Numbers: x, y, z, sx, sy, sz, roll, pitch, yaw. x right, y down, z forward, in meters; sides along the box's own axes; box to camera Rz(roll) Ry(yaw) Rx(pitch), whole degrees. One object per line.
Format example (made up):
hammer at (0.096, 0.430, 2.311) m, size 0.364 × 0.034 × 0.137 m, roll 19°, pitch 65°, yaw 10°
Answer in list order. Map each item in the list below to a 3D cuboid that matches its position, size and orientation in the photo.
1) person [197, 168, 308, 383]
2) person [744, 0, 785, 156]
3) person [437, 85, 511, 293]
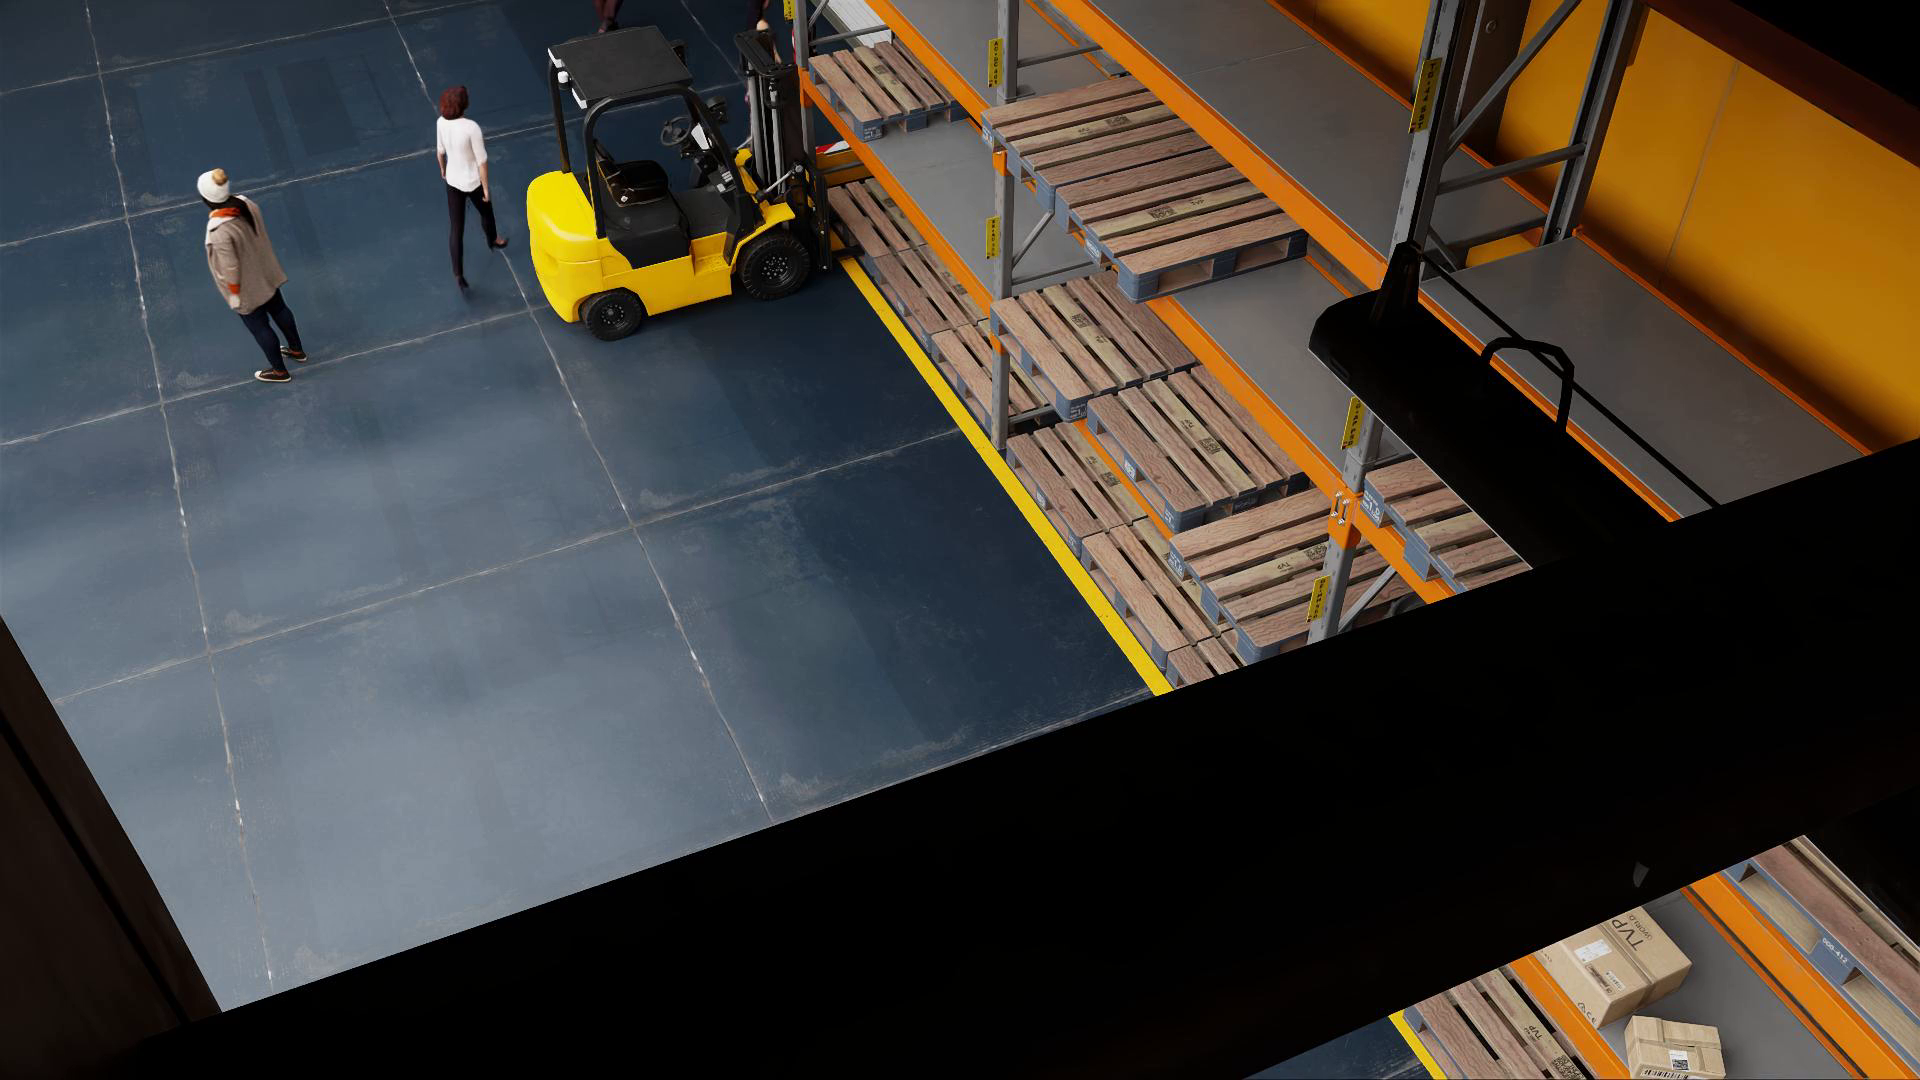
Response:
person at (-5.553, -2.087, 13.006) m, size 0.886 × 1.892 × 0.807 m, roll 9°, pitch 44°, yaw 9°
person at (-1.849, -4.254, 15.384) m, size 0.689 × 1.749 × 0.845 m, roll -18°, pitch 46°, yaw -18°
person at (-4.183, -2.908, 13.976) m, size 1.152 × 1.743 × 1.243 m, roll 9°, pitch 44°, yaw 9°
